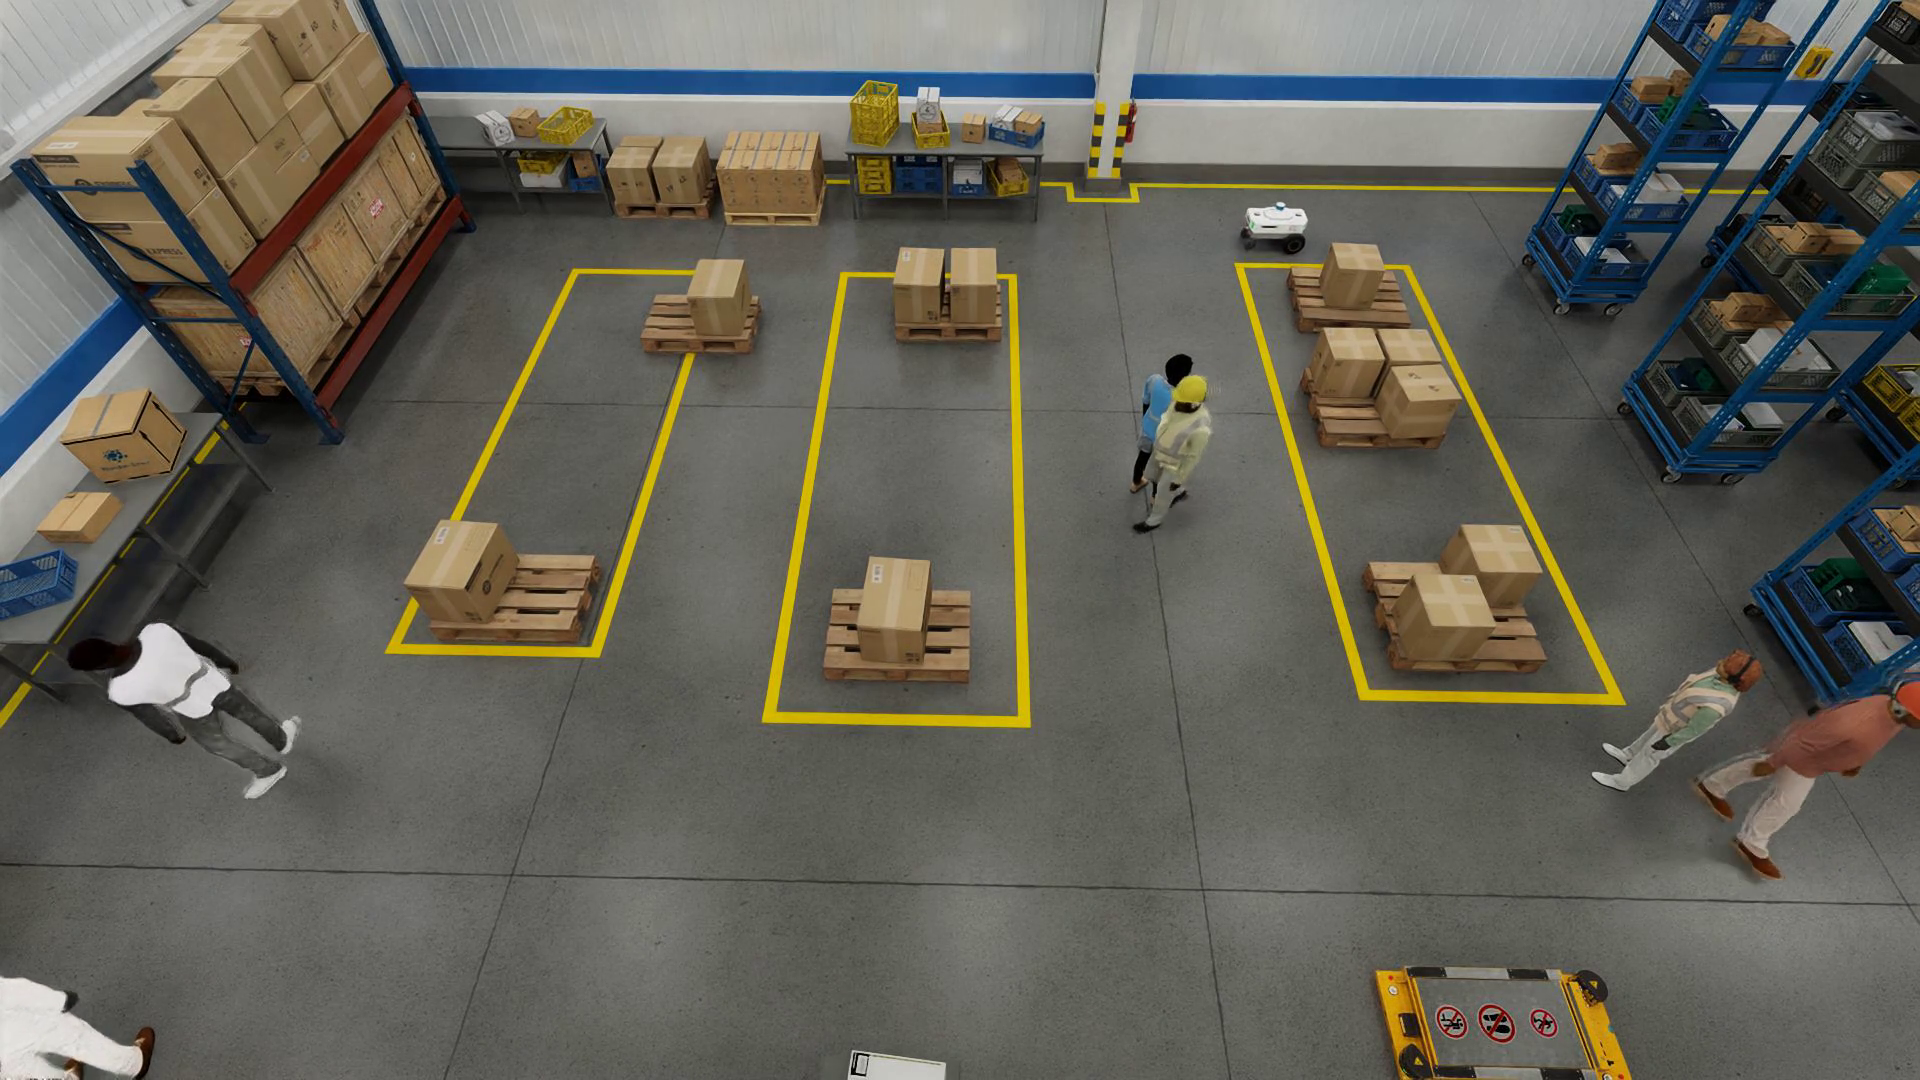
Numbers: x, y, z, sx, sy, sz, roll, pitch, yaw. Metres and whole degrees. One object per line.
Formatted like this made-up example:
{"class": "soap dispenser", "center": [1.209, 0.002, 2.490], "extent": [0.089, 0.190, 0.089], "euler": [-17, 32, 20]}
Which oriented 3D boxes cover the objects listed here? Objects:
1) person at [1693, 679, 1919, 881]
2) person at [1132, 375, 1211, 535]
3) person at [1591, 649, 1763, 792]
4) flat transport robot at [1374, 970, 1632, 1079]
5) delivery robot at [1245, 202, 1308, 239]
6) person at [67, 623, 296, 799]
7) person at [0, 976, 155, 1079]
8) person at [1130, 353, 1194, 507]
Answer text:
{"class": "person", "center": [5.816, 1.572, 6.100], "extent": [0.654, 1.960, 0.886], "euler": [-17, 53, -13]}
{"class": "person", "center": [1.891, -0.749, 8.084], "extent": [0.536, 1.816, 0.615], "euler": [-11, 52, -8]}
{"class": "person", "center": [5.108, 1.298, 6.531], "extent": [0.306, 1.639, 0.523], "euler": [33, 58, 24]}
{"class": "flat transport robot", "center": [3.501, 3.133, 5.914], "extent": [1.431, 0.197, 0.652], "euler": [1, 51, 1]}
{"class": "delivery robot", "center": [3.947, -3.983, 11.469], "extent": [0.707, 0.478, 0.477], "euler": [0, 50, 0]}
{"class": "person", "center": [-5.382, 1.137, 6.521], "extent": [0.371, 1.876, 0.683], "euler": [8, 51, 7]}
{"class": "person", "center": [-5.437, 2.761, 5.184], "extent": [0.636, 1.891, 0.410], "euler": [-25, 55, -19]}
{"class": "person", "center": [1.844, -0.991, 8.362], "extent": [0.322, 1.695, 0.536], "euler": [-32, 58, -23]}
